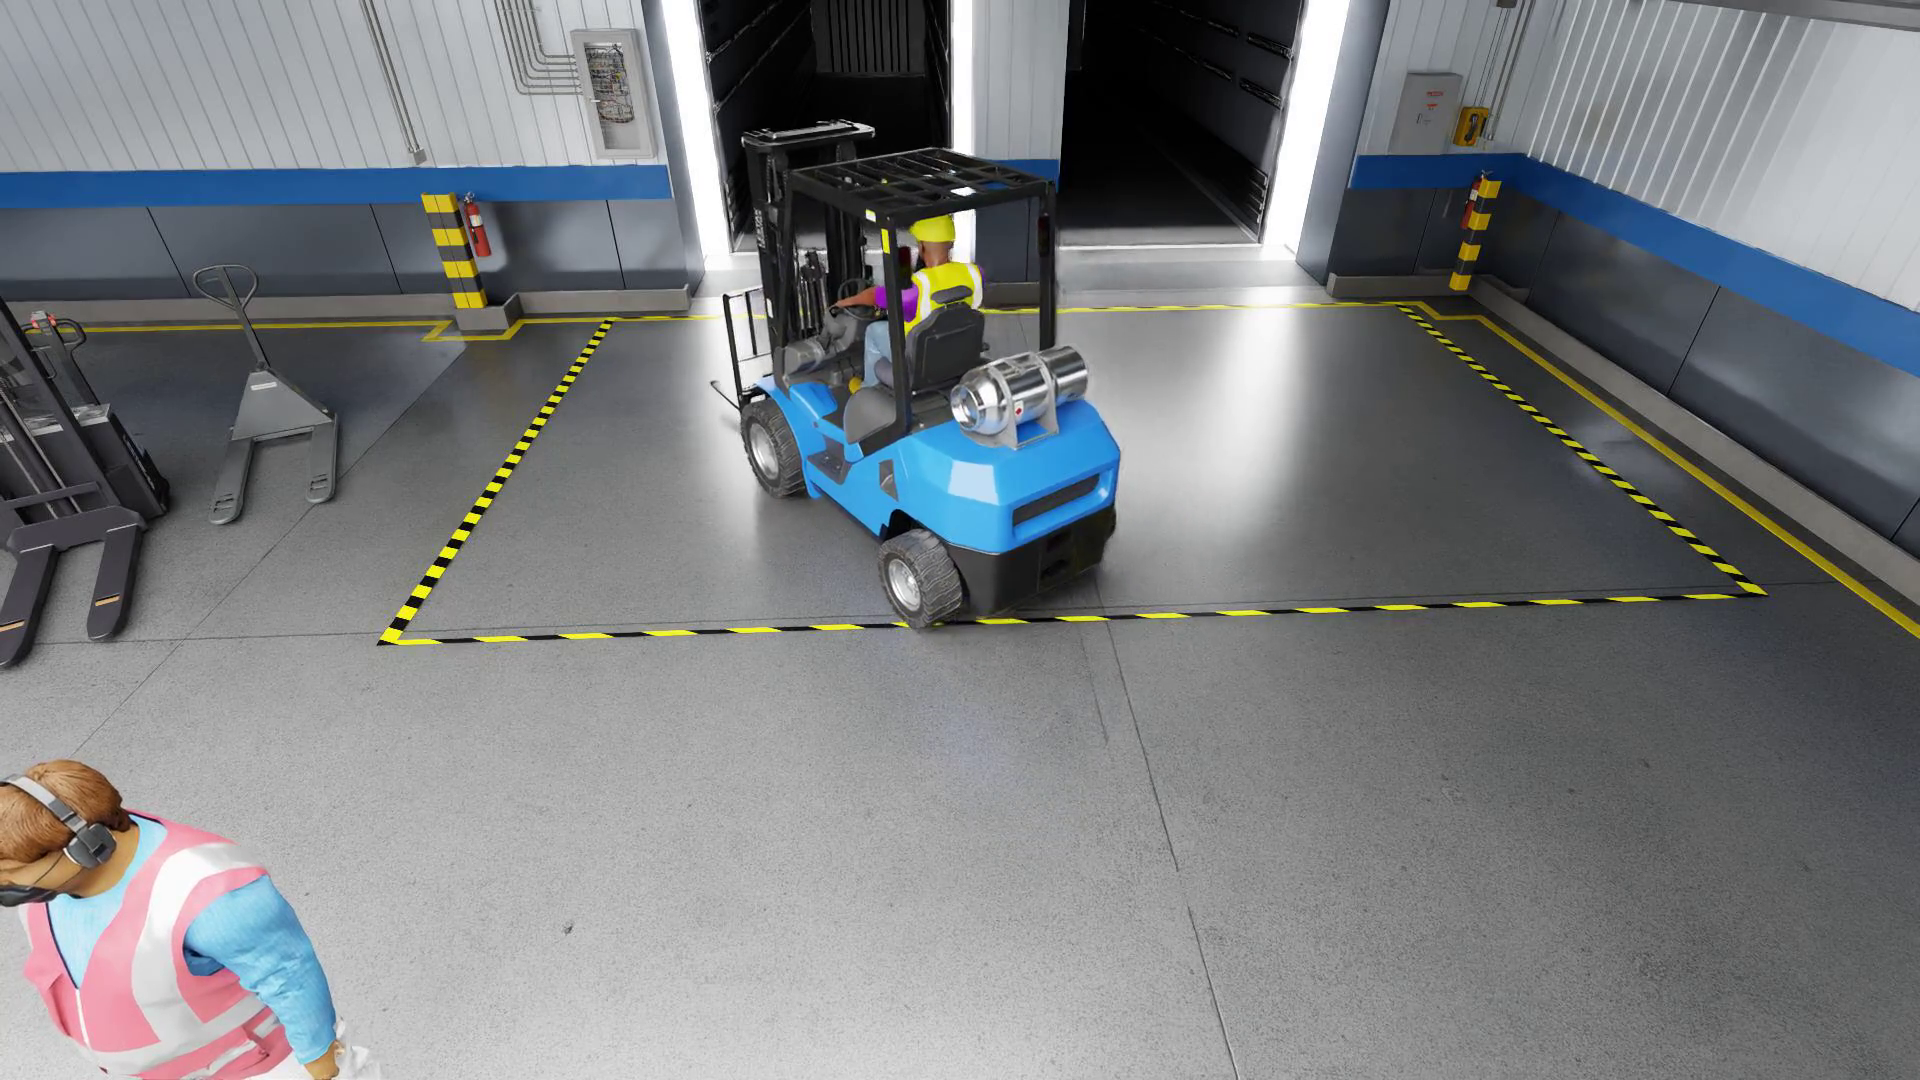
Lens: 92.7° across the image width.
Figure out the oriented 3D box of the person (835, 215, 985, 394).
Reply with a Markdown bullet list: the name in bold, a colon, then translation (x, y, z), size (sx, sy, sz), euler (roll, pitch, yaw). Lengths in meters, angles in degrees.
- **person**: translation (-0.315, -1.298, 5.216), size (0.635, 1.293, 1.004), euler (-23, 41, -30)

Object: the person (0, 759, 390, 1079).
- **person**: translation (-1.881, 1.234, 2.351), size (0.623, 1.844, 0.431), euler (9, 36, 13)

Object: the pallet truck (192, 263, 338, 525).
- **pallet truck**: translation (-4.778, -1.027, 6.128), size (0.680, 1.201, 1.601), euler (-17, 38, -23)

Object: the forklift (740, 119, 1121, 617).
- **forklift**: translation (-0.285, -1.114, 5.280), size (1.157, 2.036, 2.680), euler (-23, 41, -30)

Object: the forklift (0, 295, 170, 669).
- **forklift**: translation (-5.212, -0.618, 4.878), size (0.823, 1.965, 1.885), euler (-20, 39, -26)
